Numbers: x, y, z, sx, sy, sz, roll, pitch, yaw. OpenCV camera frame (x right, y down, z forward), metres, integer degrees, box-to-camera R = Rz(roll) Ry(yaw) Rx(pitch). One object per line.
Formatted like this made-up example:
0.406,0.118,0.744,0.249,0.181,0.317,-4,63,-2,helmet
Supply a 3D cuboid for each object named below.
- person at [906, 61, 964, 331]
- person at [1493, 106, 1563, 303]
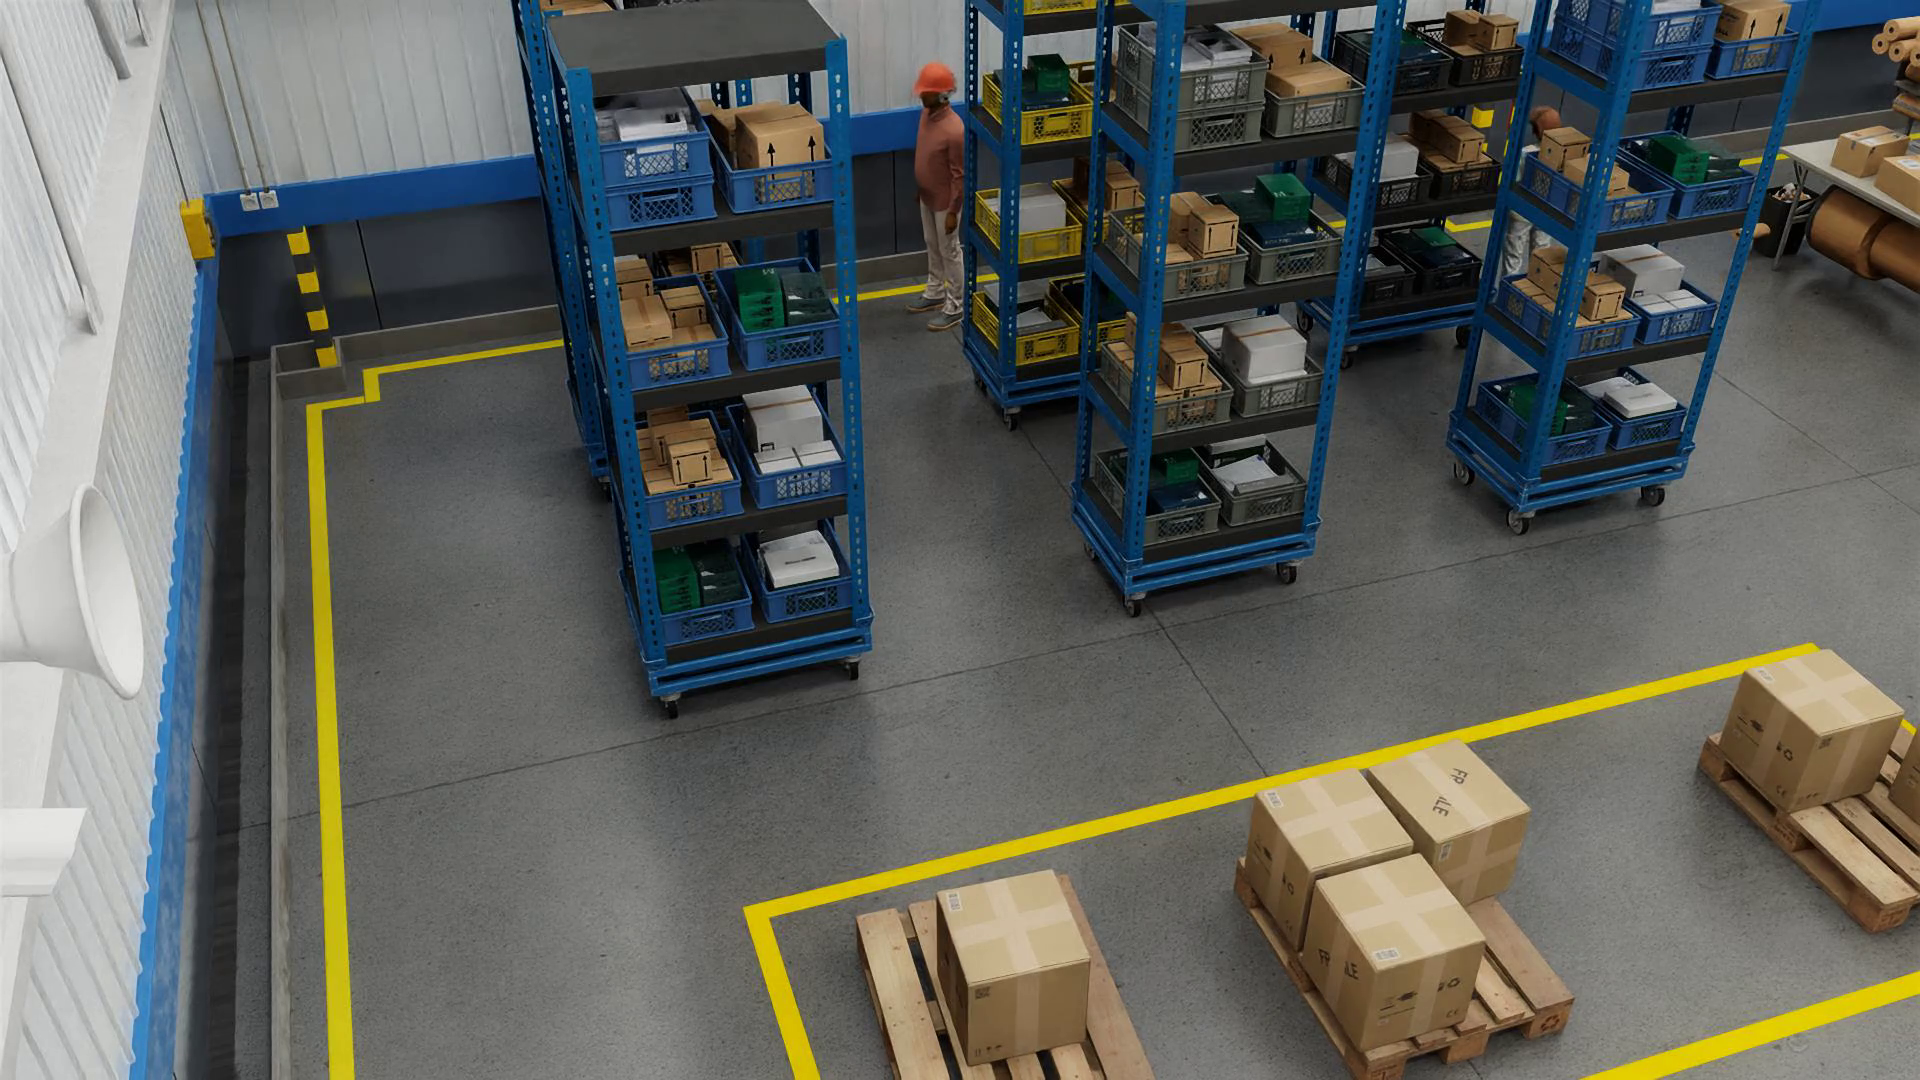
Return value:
-0.158,-2.501,12.092,0.375,1.997,0.609,-17,39,-22,person
4.182,-2.380,12.223,0.514,1.642,0.309,-7,36,-10,person
